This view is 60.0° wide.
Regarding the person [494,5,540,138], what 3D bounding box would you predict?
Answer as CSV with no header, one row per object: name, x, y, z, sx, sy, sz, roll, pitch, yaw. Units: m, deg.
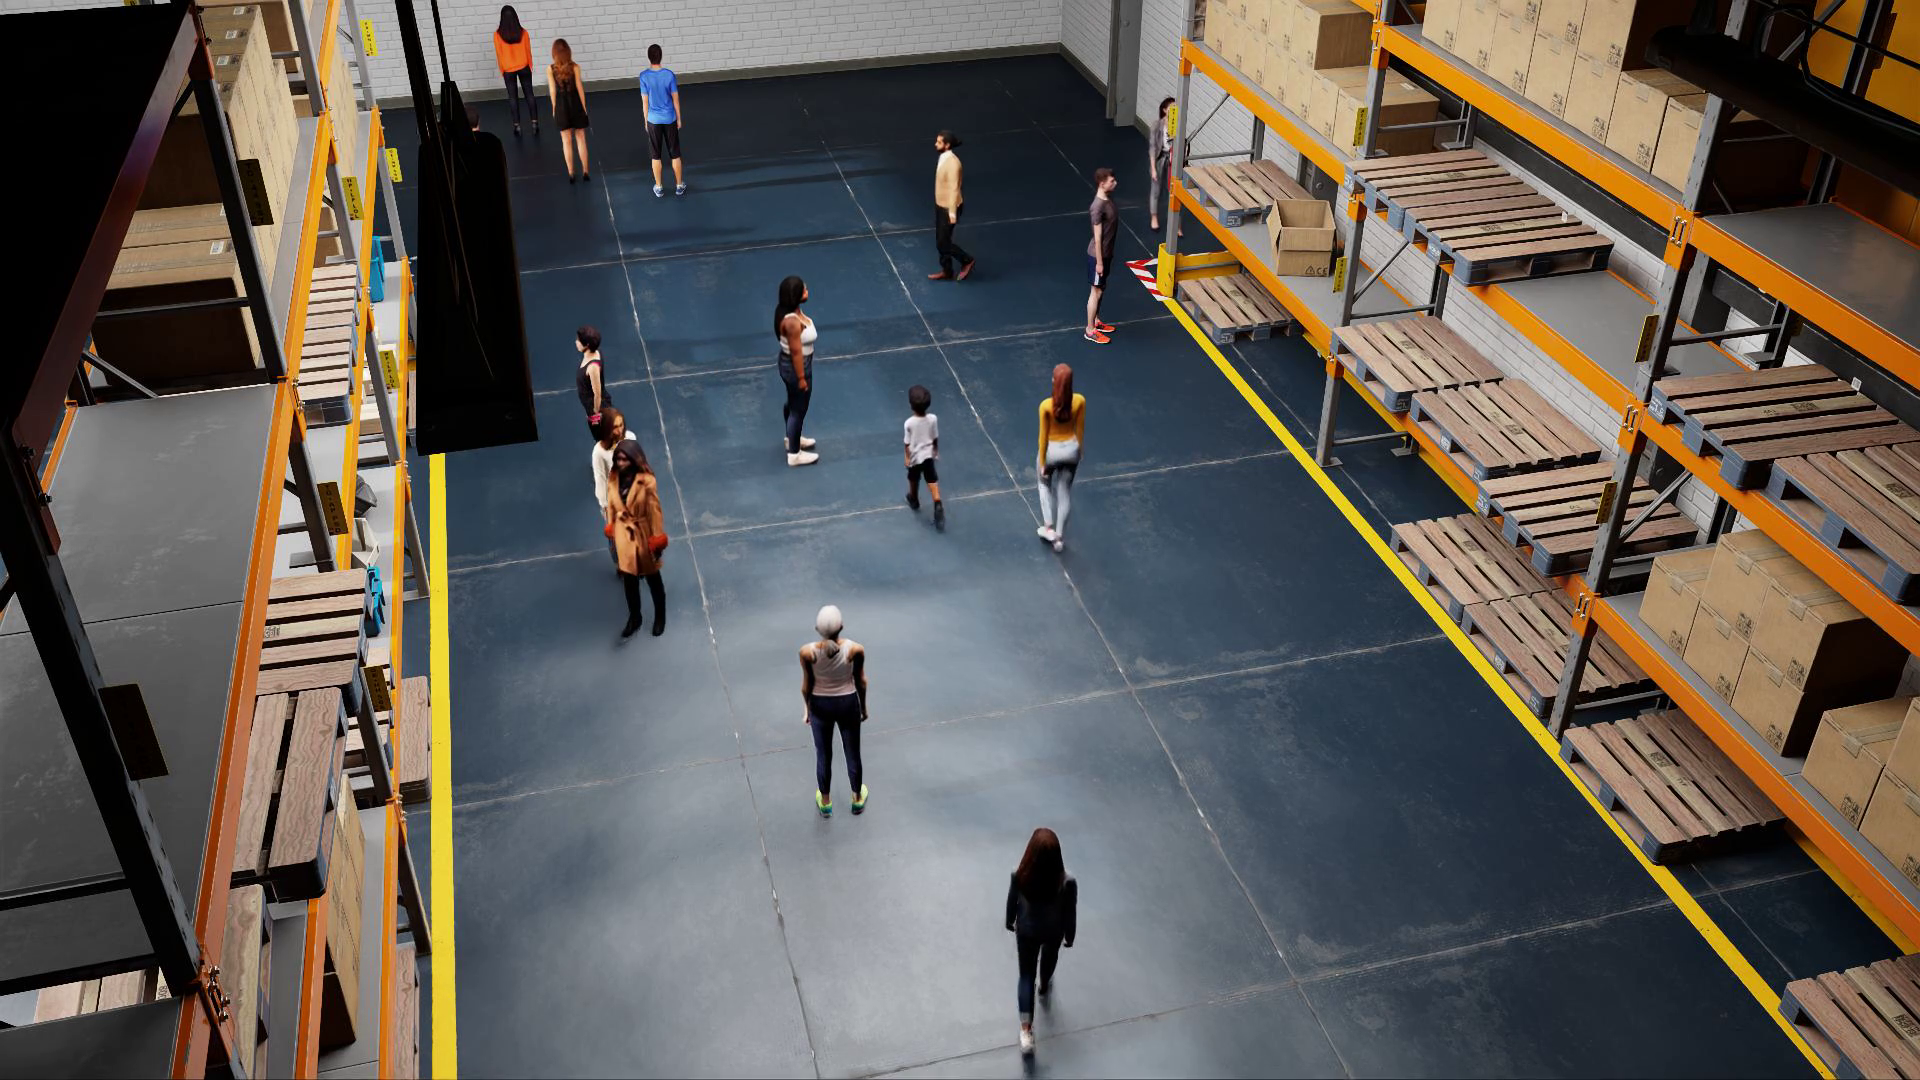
person,-5.965,-6.316,22.368,0.644,1.748,0.581,-13,36,-18

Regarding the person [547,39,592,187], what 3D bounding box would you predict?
person,-4.898,-5.361,20.853,0.589,1.834,0.539,-6,34,-9

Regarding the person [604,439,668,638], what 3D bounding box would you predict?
person,-2.498,-0.019,12.916,0.779,1.724,0.786,10,35,14

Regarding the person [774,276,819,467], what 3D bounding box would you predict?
person,-1.521,-1.555,15.152,0.708,1.807,0.550,-6,34,-9

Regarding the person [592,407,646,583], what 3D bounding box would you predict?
person,-2.794,-0.375,13.504,0.838,1.667,0.796,29,43,36

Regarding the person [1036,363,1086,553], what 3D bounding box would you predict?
person,0.861,-0.647,13.849,0.599,1.738,0.602,-7,34,-10

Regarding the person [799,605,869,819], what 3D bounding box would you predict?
person,-0.838,1.153,11.172,0.625,1.702,0.577,-3,34,-5

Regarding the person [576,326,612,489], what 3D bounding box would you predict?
person,-3.245,-1.217,14.873,0.608,1.552,0.460,-6,34,-8

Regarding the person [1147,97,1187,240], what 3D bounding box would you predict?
person,2.373,-4.404,19.579,0.609,1.652,0.904,-9,35,-13

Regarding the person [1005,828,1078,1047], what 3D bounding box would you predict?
person,0.459,2.313,9.655,0.826,1.451,1.050,4,34,6

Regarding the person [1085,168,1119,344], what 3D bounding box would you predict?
person,1.455,-2.964,17.231,0.786,1.853,0.671,9,35,14

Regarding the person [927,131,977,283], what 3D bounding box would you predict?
person,-0.061,-3.668,18.389,0.717,1.742,0.675,-9,35,-13

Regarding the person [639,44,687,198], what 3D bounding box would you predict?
person,-3.685,-5.181,20.551,0.618,1.869,0.566,-6,34,-9

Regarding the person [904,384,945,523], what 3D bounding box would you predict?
person,-0.310,-0.737,14.428,0.581,1.246,0.856,-15,36,-21
